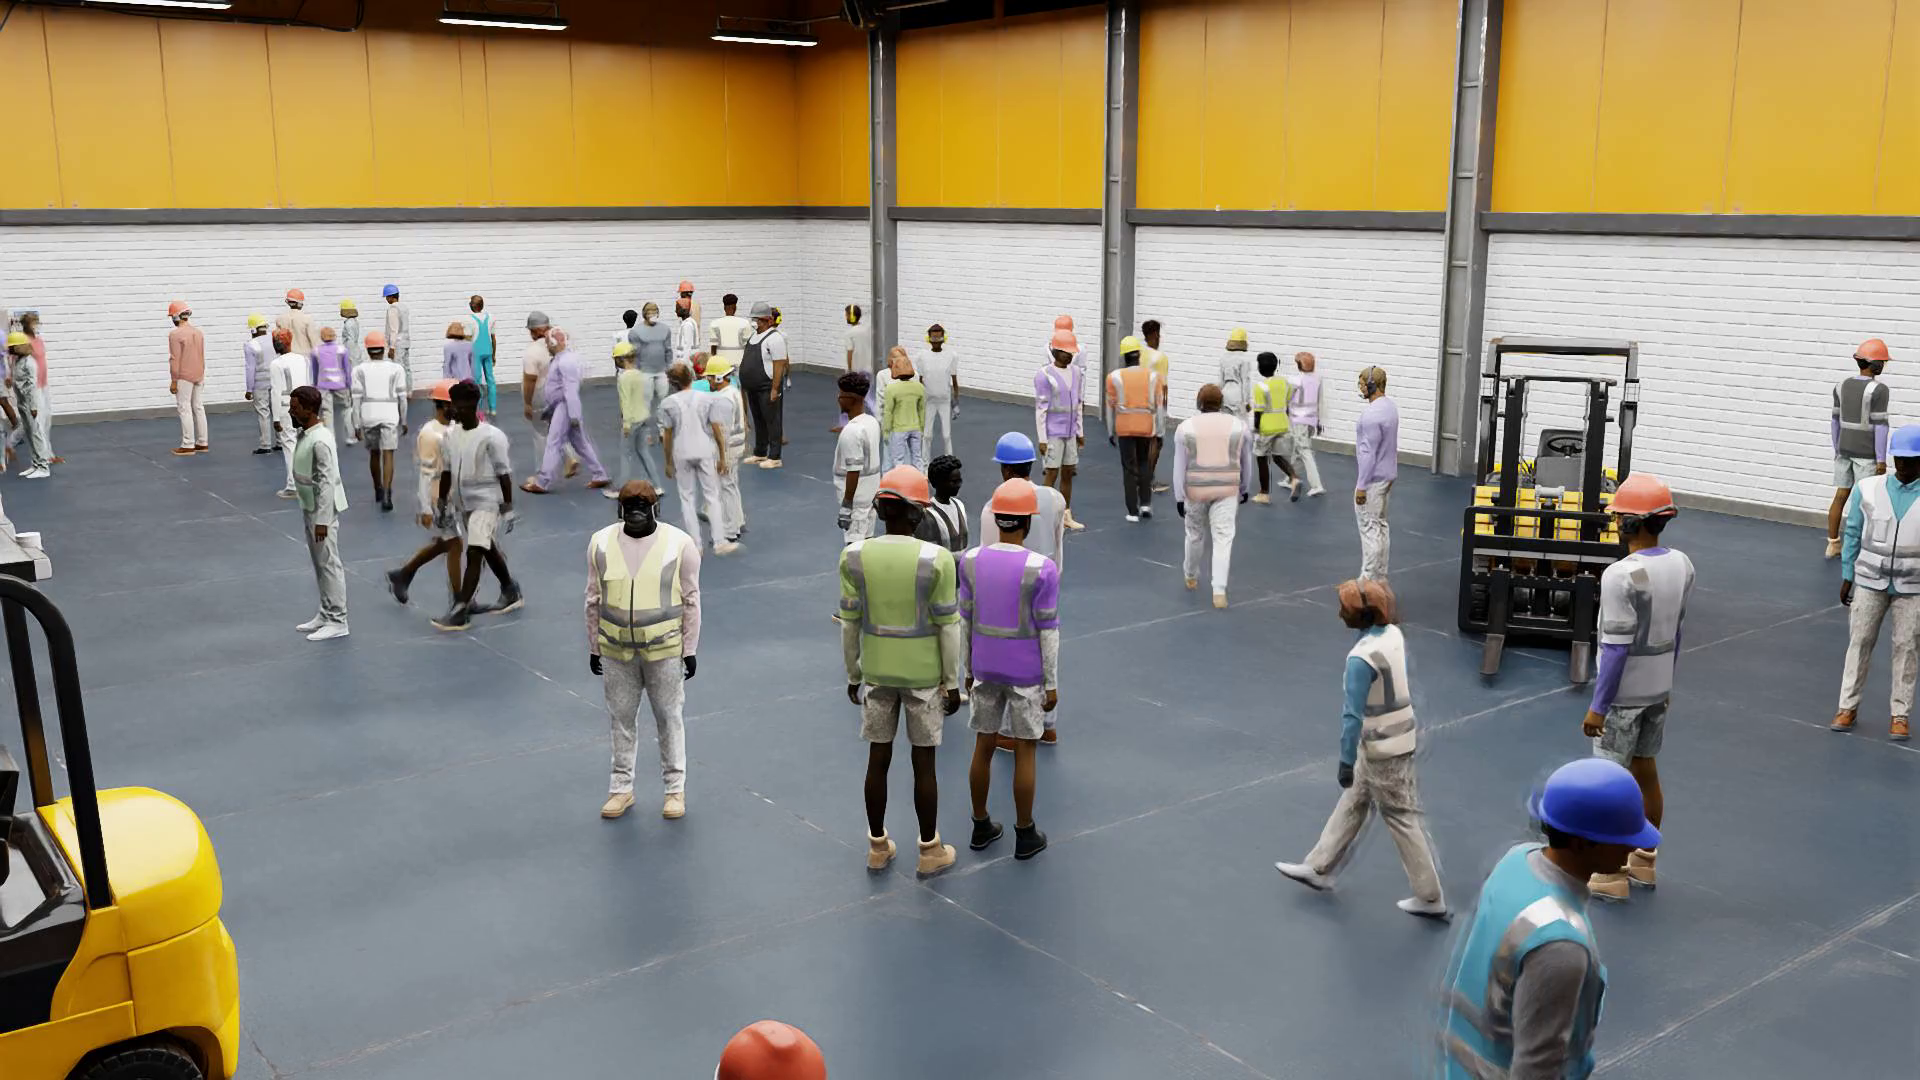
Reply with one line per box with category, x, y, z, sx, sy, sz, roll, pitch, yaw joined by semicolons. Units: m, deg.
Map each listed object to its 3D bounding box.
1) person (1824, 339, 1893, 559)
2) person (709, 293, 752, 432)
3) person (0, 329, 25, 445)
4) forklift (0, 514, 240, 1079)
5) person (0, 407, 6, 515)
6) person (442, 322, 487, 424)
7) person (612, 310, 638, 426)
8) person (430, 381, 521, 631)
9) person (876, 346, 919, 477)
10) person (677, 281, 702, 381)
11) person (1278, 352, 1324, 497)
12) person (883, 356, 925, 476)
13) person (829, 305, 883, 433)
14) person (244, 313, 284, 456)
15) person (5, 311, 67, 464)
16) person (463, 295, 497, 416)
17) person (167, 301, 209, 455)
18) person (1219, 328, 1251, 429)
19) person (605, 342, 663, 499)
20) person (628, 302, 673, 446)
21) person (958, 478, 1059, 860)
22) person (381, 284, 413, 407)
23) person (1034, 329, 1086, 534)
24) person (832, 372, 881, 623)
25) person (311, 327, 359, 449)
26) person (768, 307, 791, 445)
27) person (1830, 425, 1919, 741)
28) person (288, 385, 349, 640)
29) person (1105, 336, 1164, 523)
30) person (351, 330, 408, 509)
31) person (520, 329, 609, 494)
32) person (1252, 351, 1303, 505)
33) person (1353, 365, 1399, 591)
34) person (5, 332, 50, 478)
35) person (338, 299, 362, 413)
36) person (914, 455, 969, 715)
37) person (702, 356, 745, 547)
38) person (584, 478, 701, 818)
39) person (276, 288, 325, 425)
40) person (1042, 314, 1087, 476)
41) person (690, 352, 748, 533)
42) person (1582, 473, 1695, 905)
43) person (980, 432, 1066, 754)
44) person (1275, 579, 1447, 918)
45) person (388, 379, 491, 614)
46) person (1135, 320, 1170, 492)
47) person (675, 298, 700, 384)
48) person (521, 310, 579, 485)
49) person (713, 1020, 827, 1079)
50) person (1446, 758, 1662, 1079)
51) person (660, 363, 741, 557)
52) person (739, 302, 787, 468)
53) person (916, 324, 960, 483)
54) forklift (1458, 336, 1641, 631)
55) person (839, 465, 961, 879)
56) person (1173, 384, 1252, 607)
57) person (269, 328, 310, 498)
person;8.181;-0.802;15.101;0.380;2.045;0.605;-3;12;-14
person;-3.218;-2.491;23.466;0.603;1.958;0.380;0;12;-1
person;-12.945;-2.215;22.237;0.581;1.913;0.497;3;12;14
forklift;-3.687;1.115;5.480;2.313;2.155;1.214;-9;15;-36
person;-9.192;-0.751;15.521;0.526;1.772;0.307;-5;13;-21
person;-6.797;-2.159;22.691;0.544;1.627;0.543;6;13;27
person;-4.734;-2.473;24.013;0.537;1.696;0.317;-2;12;-9
person;-3.794;-0.288;12.953;0.634;1.907;1.027;7;14;31
person;-0.710;-1.404;19.005;0.507;1.631;0.266;-1;12;-6
person;-4.476;-3.301;27.437;0.378;1.933;0.551;4;12;19
person;3.848;-1.301;18.593;0.517;1.600;0.851;-7;14;-31
person;-0.587;-1.146;17.790;0.500;1.624;0.306;-8;14;-35
person;-1.428;-2.369;23.216;0.876;1.822;0.519;10;16;41
person;-8.953;-1.998;21.397;0.403;1.830;0.587;6;13;26
person;-11.485;-1.853;20.493;0.608;1.920;0.631;-2;12;-9
person;-7.232;-2.768;25.080;0.510;1.846;0.341;-11;16;-43
person;-10.000;-2.095;21.511;0.411;1.980;0.629;2;12;10
person;3.351;-1.700;20.188;0.371;1.733;0.497;-8;14;-34
person;-3.600;-1.302;18.299;0.528;1.762;0.568;2;12;8
person;-4.120;-2.222;22.254;0.636;1.928;0.387;-9;15;-38
person;0.258;0.647;8.387;0.544;1.930;0.389;6;13;27
person;-8.909;-3.077;26.345;0.401;1.938;0.603;0;12;1
person;1.005;-1.059;16.390;0.613;2.030;0.410;-11;16;-42
person;-0.813;-0.333;13.026;0.367;1.966;0.606;2;12;11
person;-8.282;-2.014;22.000;0.517;1.609;0.715;-2;12;-9
person;-2.499;-2.178;22.218;0.525;1.857;0.347;3;12;16
person;5.738;0.257;10.218;0.604;1.949;0.398;8;14;34
person;-4.837;-0.212;12.555;0.392;1.920;0.589;-7;14;-31
person;1.773;-1.138;17.066;0.584;1.899;0.584;-1;12;-6
person;-6.230;-1.290;17.845;0.551;1.899;0.953;-3;12;-13
person;-4.454;-1.451;18.762;0.976;1.841;0.660;-3;12;-13
person;3.384;-1.180;17.794;0.550;1.680;0.589;-7;14;-32
person;3.453;-0.492;13.899;0.380;1.929;0.636;6;13;28
person;-11.068;-1.600;19.711;0.483;1.737;0.320;11;16;43
person;-9.377;-2.829;25.619;0.296;1.743;0.492;-2;12;-9
person;-0.121;0.282;10.732;0.321;1.689;0.530;7;14;30
person;-2.250;-0.844;15.854;0.403;1.819;0.601;-1;12;-3
person;-1.701;0.581;8.908;0.625;1.846;0.429;1;12;3
person;-9.546;-2.631;24.052;0.611;1.995;0.375;1;12;7
person;1.229;-1.721;19.824;0.543;1.927;0.375;2;12;10
person;-2.473;-0.984;16.628;0.949;1.771;0.573;11;16;43
person;3.151;0.698;7.859;0.615;2.041;0.376;-9;15;-36
person;0.359;0.322;9.942;0.609;1.943;0.409;-8;14;-35
person;1.899;0.957;7.690;0.841;1.585;0.532;6;13;28
person;-4.218;-0.345;13.274;0.838;1.898;0.579;1;12;6
person;2.143;-1.514;18.856;0.478;1.931;0.754;-8;14;-34
person;-3.890;-2.522;23.818;0.351;1.880;0.576;-1;12;-6
person;-4.802;-1.648;19.194;0.557;2.000;0.688;6;13;28
person;-0.362;1.779;3.339;0.325;1.752;0.559;11;16;43
person;1.458;1.476;4.480;0.703;1.907;0.625;1;12;5
person;-2.410;-0.733;15.371;0.682;1.814;0.323;-3;12;-16
person;-2.450;-1.908;20.448;0.538;2.000;0.685;-8;14;-35
person;-0.261;-1.581;19.317;0.514;1.861;0.322;0;12;-1
forklift;4.683;-0.471;13.136;1.214;2.155;2.313;4;12;20
person;-0.278;0.646;8.136;0.605;2.033;0.392;4;12;17
person;2.080;-0.394;13.753;0.643;1.787;0.975;1;12;6
person;-7.397;-1.403;18.413;0.349;1.880;0.579;4;12;19
